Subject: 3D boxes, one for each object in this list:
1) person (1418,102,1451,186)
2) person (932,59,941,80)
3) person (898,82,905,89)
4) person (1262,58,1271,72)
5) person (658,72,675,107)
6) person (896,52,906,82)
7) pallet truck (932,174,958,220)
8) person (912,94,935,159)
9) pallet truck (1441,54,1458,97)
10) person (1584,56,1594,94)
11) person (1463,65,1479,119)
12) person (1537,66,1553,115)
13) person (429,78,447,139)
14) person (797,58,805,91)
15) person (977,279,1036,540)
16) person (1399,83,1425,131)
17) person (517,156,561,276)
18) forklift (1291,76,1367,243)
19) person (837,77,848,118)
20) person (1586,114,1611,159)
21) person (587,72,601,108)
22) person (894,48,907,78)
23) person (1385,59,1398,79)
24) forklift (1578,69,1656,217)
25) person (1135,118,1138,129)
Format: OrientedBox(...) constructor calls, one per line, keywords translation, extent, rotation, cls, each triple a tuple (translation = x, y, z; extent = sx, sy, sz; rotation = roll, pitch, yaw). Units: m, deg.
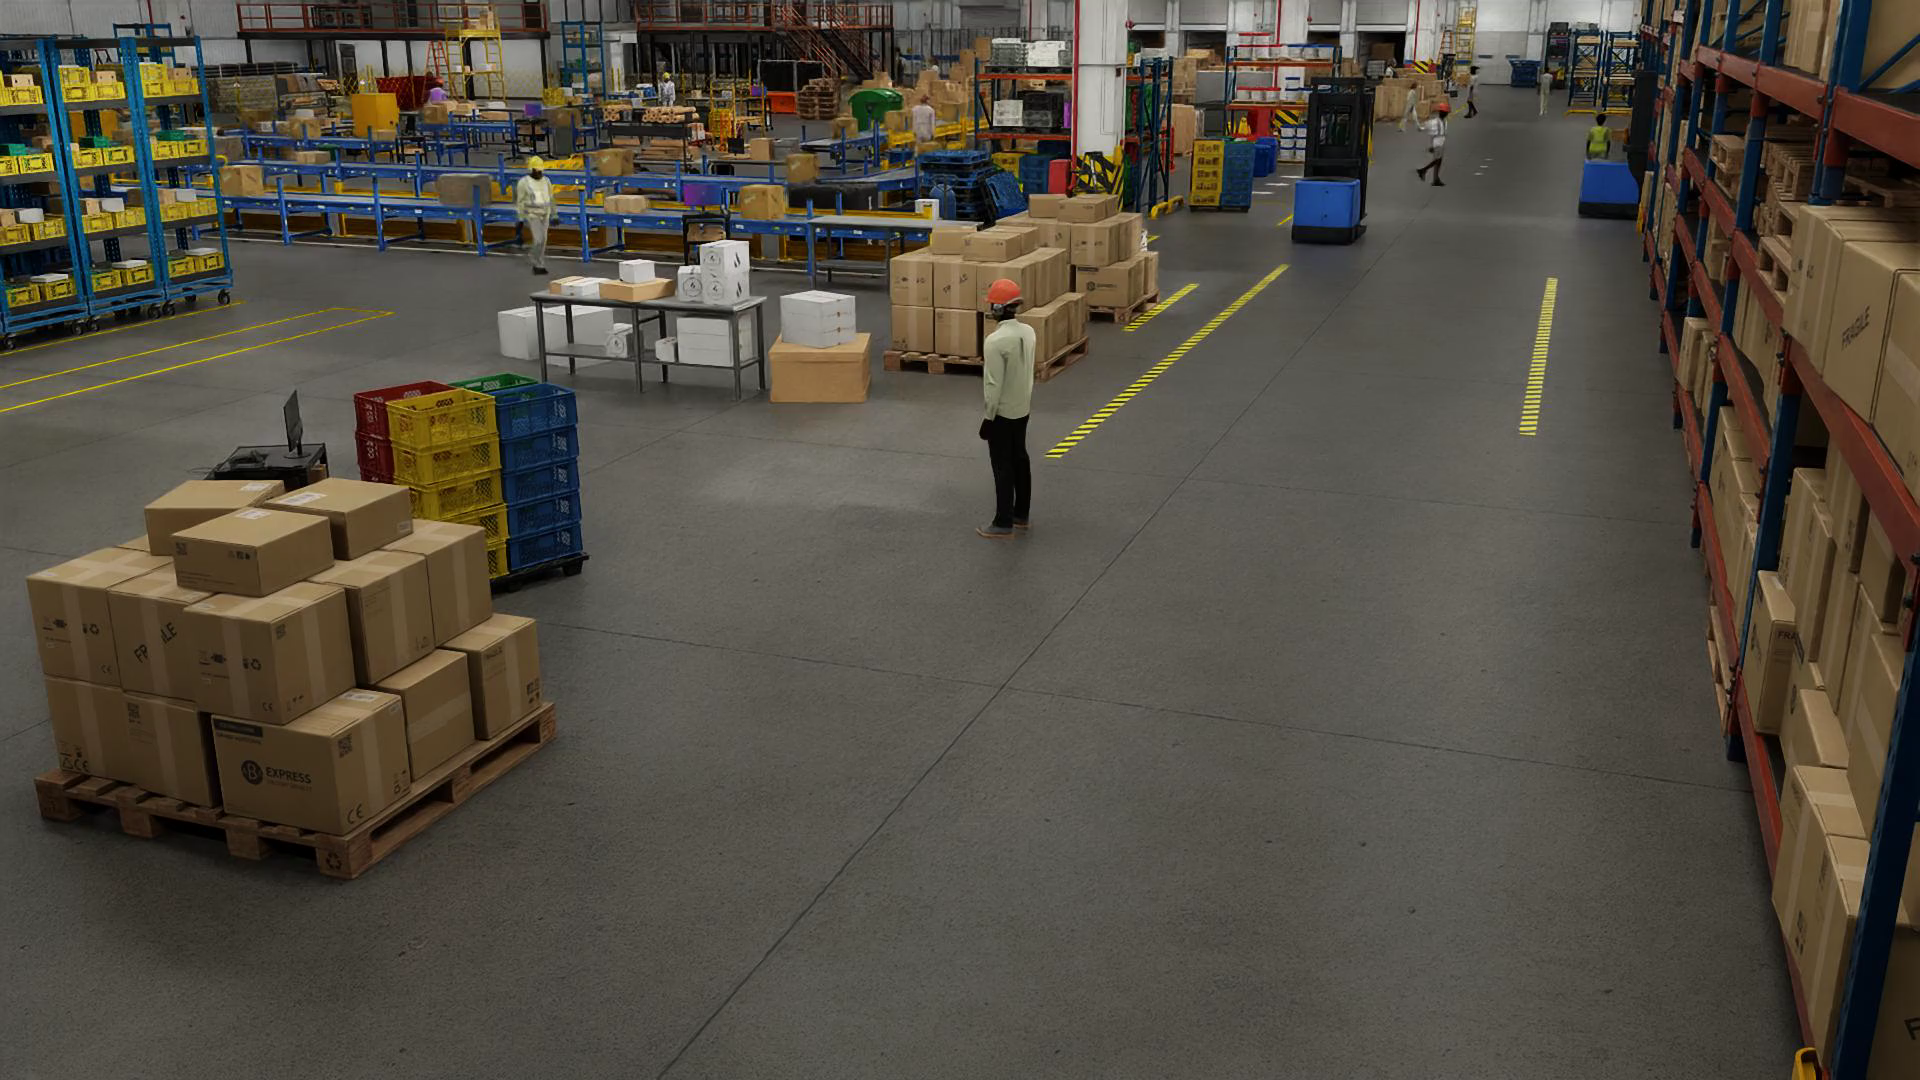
OrientedBox(translation=(11.040, -9.210, 38.673), extent=(0.669, 1.913, 0.550), rotation=(17, 24, 42), cls="person")
OrientedBox(translation=(-1.030, -20.815, 75.255), extent=(0.999, 1.825, 0.583), rotation=(-4, 18, -13), cls="person")
OrientedBox(translation=(-1.946, -14.858, 56.892), extent=(0.642, 1.613, 0.508), rotation=(-9, 20, -26), cls="person")
OrientedBox(translation=(13.629, -20.559, 74.324), extent=(0.551, 1.918, 0.410), rotation=(-17, 24, -42), cls="person")
OrientedBox(translation=(-10.443, -15.734, 59.314), extent=(0.595, 1.824, 0.404), rotation=(-8, 19, -23), cls="person")
OrientedBox(translation=(-3.143, -25.055, 88.630), extent=(0.510, 1.796, 0.951), rotation=(2, 18, 5), cls="person")
OrientedBox(translation=(-0.507, -5.292, 27.348), extent=(0.653, 1.274, 1.630), rotation=(6, 19, 19), cls="pallet truck")
OrientedBox(translation=(-0.939, -10.483, 42.712), extent=(0.653, 1.884, 0.712), rotation=(7, 19, 21), cls="person")
OrientedBox(translation=(22.765, -21.886, 78.355), extent=(0.823, 1.965, 1.885), rotation=(-4, 18, -14), cls="pallet truck")
OrientedBox(translation=(30.260, -22.344, 80.053), extent=(0.429, 1.842, 0.626), rotation=(7, 19, 20), cls="person")
OrientedBox(translation=(19.321, -16.902, 62.759), extent=(0.426, 1.955, 0.630), rotation=(9, 20, 26), cls="person")
OrientedBox(translation=(23.047, -17.701, 65.486), extent=(0.576, 1.826, 0.930), rotation=(6, 19, 19), cls="person")
OrientedBox(translation=(-16.421, -13.586, 52.466), extent=(0.585, 1.875, 0.934), rotation=(4, 18, 13), cls="person")
OrientedBox(translation=(-6.991, -20.347, 73.620), extent=(0.373, 1.933, 0.549), rotation=(-10, 20, -28), cls="person")
OrientedBox(translation=(0.344, -1.000, 12.734), extent=(0.391, 1.992, 0.623), rotation=(11, 21, 31), cls="person")
OrientedBox(translation=(15.278, -14.610, 56.137), extent=(0.851, 1.585, 0.538), rotation=(-2, 18, -6), cls="person")
OrientedBox(translation=(-6.430, -4.953, 25.457), extent=(0.527, 1.807, 0.621), rotation=(13, 22, 34), cls="person")
OrientedBox(translation=(6.598, -6.755, 29.381), extent=(1.129, 2.768, 1.873), rotation=(6, 19, 19), cls="forklift")
OrientedBox(translation=(-4.111, -15.641, 59.247), extent=(0.930, 1.682, 0.502), rotation=(7, 19, 22), cls="person")
OrientedBox(translation=(14.667, -8.941, 38.228), extent=(0.540, 1.670, 0.787), rotation=(5, 18, 15), cls="person")
OrientedBox(translation=(-14.023, -17.180, 63.658), extent=(1.009, 1.951, 0.630), rotation=(13, 22, 35), cls="person")
OrientedBox(translation=(-3.735, -28.763, 100.302), extent=(0.944, 1.798, 0.630), rotation=(3, 18, 10), cls="person")
OrientedBox(translation=(17.843, -18.853, 68.755), extent=(0.535, 2.000, 0.673), rotation=(9, 20, 27), cls="person")
OrientedBox(translation=(13.219, -7.740, 32.475), extent=(1.873, 2.768, 1.129), rotation=(6, 19, 18), cls="forklift")
OrientedBox(translation=(3.952, -9.505, 39.377), extent=(0.379, 2.045, 0.605), rotation=(-17, 24, -42), cls="person")
